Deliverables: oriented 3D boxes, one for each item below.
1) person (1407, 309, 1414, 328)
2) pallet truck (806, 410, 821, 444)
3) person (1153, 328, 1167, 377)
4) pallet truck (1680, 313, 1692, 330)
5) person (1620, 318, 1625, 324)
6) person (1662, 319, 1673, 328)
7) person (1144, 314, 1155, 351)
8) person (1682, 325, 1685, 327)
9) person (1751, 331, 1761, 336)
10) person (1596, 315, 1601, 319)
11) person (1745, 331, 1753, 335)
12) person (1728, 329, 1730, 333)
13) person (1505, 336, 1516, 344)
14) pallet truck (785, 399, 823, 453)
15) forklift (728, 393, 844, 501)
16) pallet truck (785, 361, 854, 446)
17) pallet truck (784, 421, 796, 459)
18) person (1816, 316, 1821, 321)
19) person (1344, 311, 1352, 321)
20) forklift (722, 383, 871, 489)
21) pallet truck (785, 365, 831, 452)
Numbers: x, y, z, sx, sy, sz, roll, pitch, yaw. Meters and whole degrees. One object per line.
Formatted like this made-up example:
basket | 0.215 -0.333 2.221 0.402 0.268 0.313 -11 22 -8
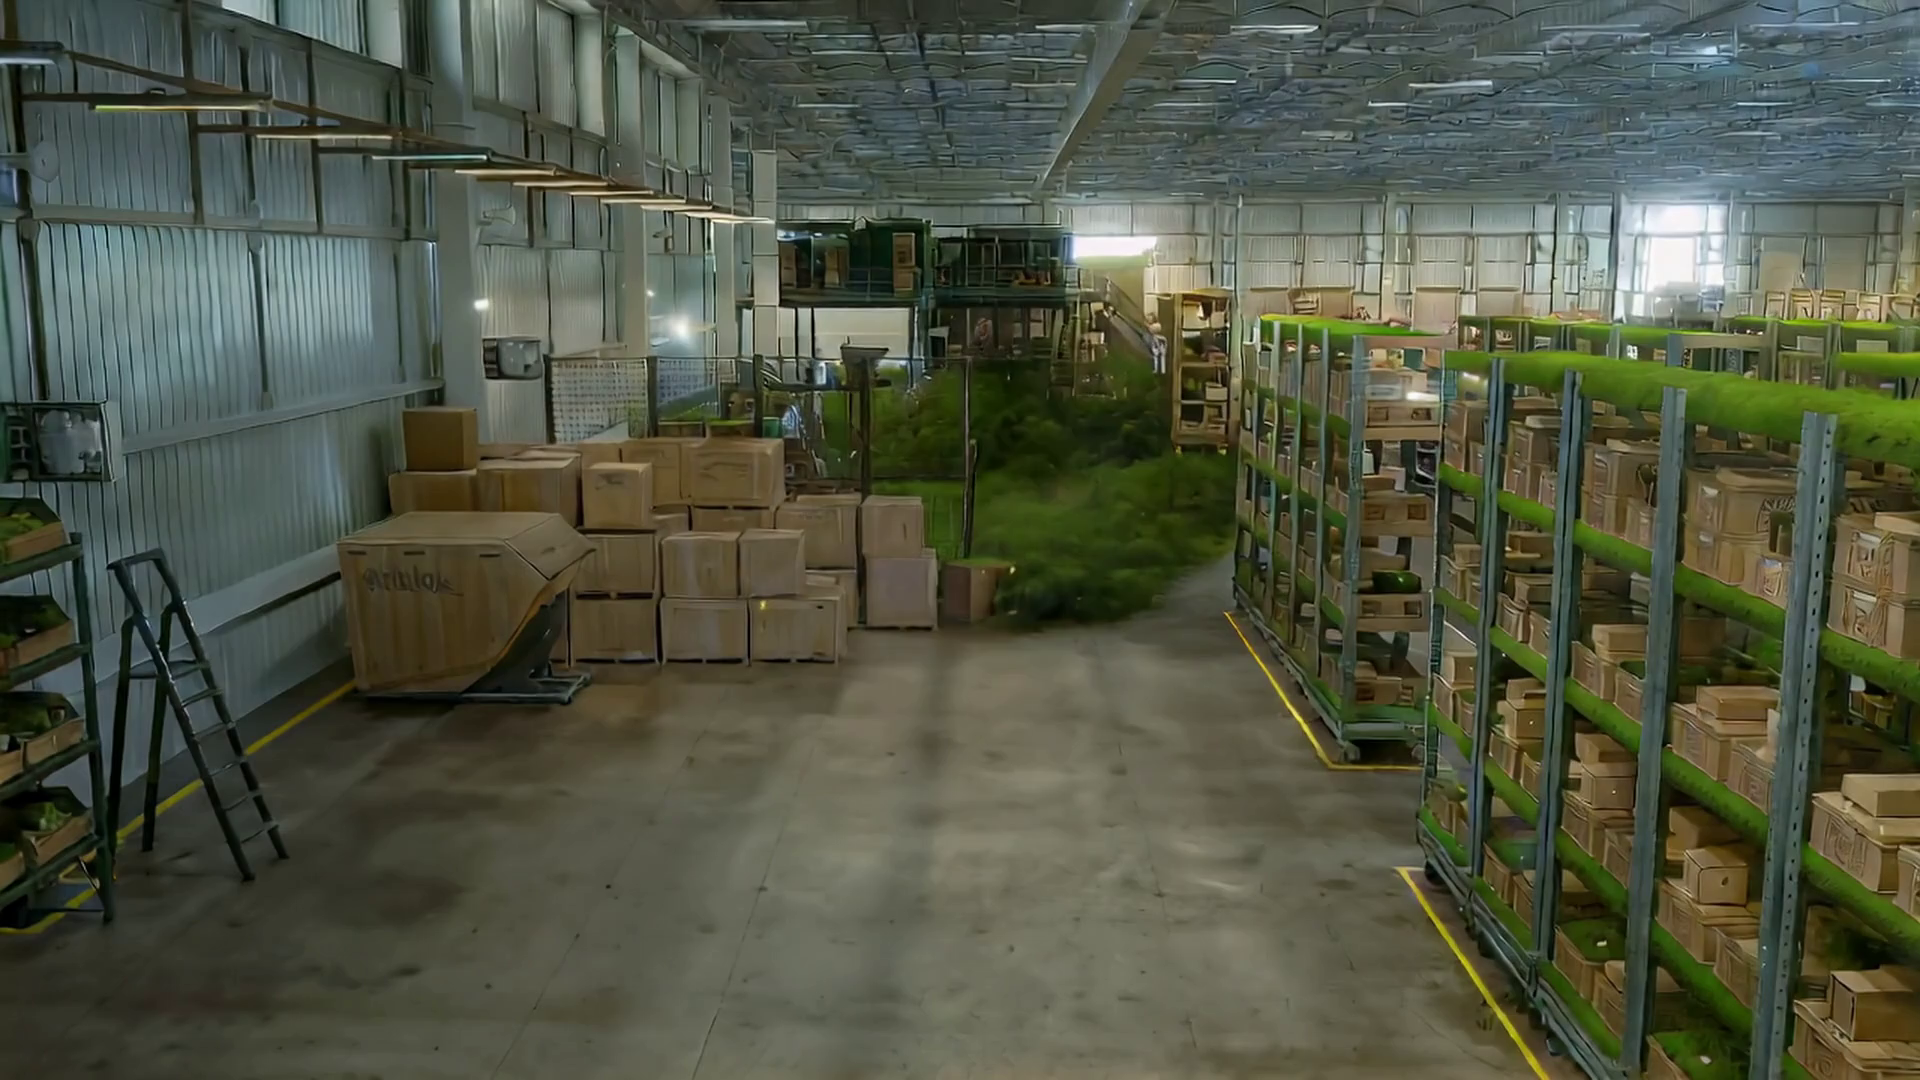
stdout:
person | 25.606 -12.185 94.689 0.394 1.921 0.584 6 11 34
pallet truck | -3.559 -2.018 33.905 1.522 1.261 0.704 0 9 -1
person | 7.737 -7.263 64.435 0.577 1.881 0.349 5 11 29
pallet truck | 36.315 -10.531 84.244 0.823 1.965 1.885 -6 11 -33
person | 30.852 -9.421 77.640 0.586 1.920 0.398 8 12 41
person | 32.753 -9.300 77.110 0.594 1.864 0.340 1 9 4
person | 9.644 -10.581 84.895 0.562 1.895 0.991 -1 9 -3
person | 37.085 -10.510 85.192 0.894 1.649 0.543 8 12 42
person | 38.175 -9.804 80.033 0.807 1.914 0.637 -4 10 -26
person | 31.336 -10.103 81.828 0.456 1.924 0.625 7 12 37
person | 31.341 -7.504 66.307 0.442 1.753 0.545 2 9 14
person | 28.499 -6.979 62.197 0.976 2.000 0.709 6 11 33
person | 17.514 -5.481 52.960 0.394 2.040 0.610 3 10 18
pallet truck | -3.814 -2.432 36.419 1.630 1.274 0.653 0 9 1
forklift | -2.979 -1.316 26.476 2.680 1.987 1.157 0 9 1
pallet truck | -3.410 -3.193 38.978 1.885 1.965 0.823 0 9 -1
pallet truck | -4.013 -1.793 32.705 1.601 1.201 0.680 0 9 1
person | 41.256 -9.785 79.931 0.391 1.910 0.584 -1 9 -8
person | 21.039 -11.453 90.235 0.989 1.907 0.604 8 12 42
forklift | -2.893 -1.687 28.729 2.680 1.987 1.157 0 9 -1
pallet truck | -3.774 -2.976 37.635 1.885 1.965 0.823 1 9 5
